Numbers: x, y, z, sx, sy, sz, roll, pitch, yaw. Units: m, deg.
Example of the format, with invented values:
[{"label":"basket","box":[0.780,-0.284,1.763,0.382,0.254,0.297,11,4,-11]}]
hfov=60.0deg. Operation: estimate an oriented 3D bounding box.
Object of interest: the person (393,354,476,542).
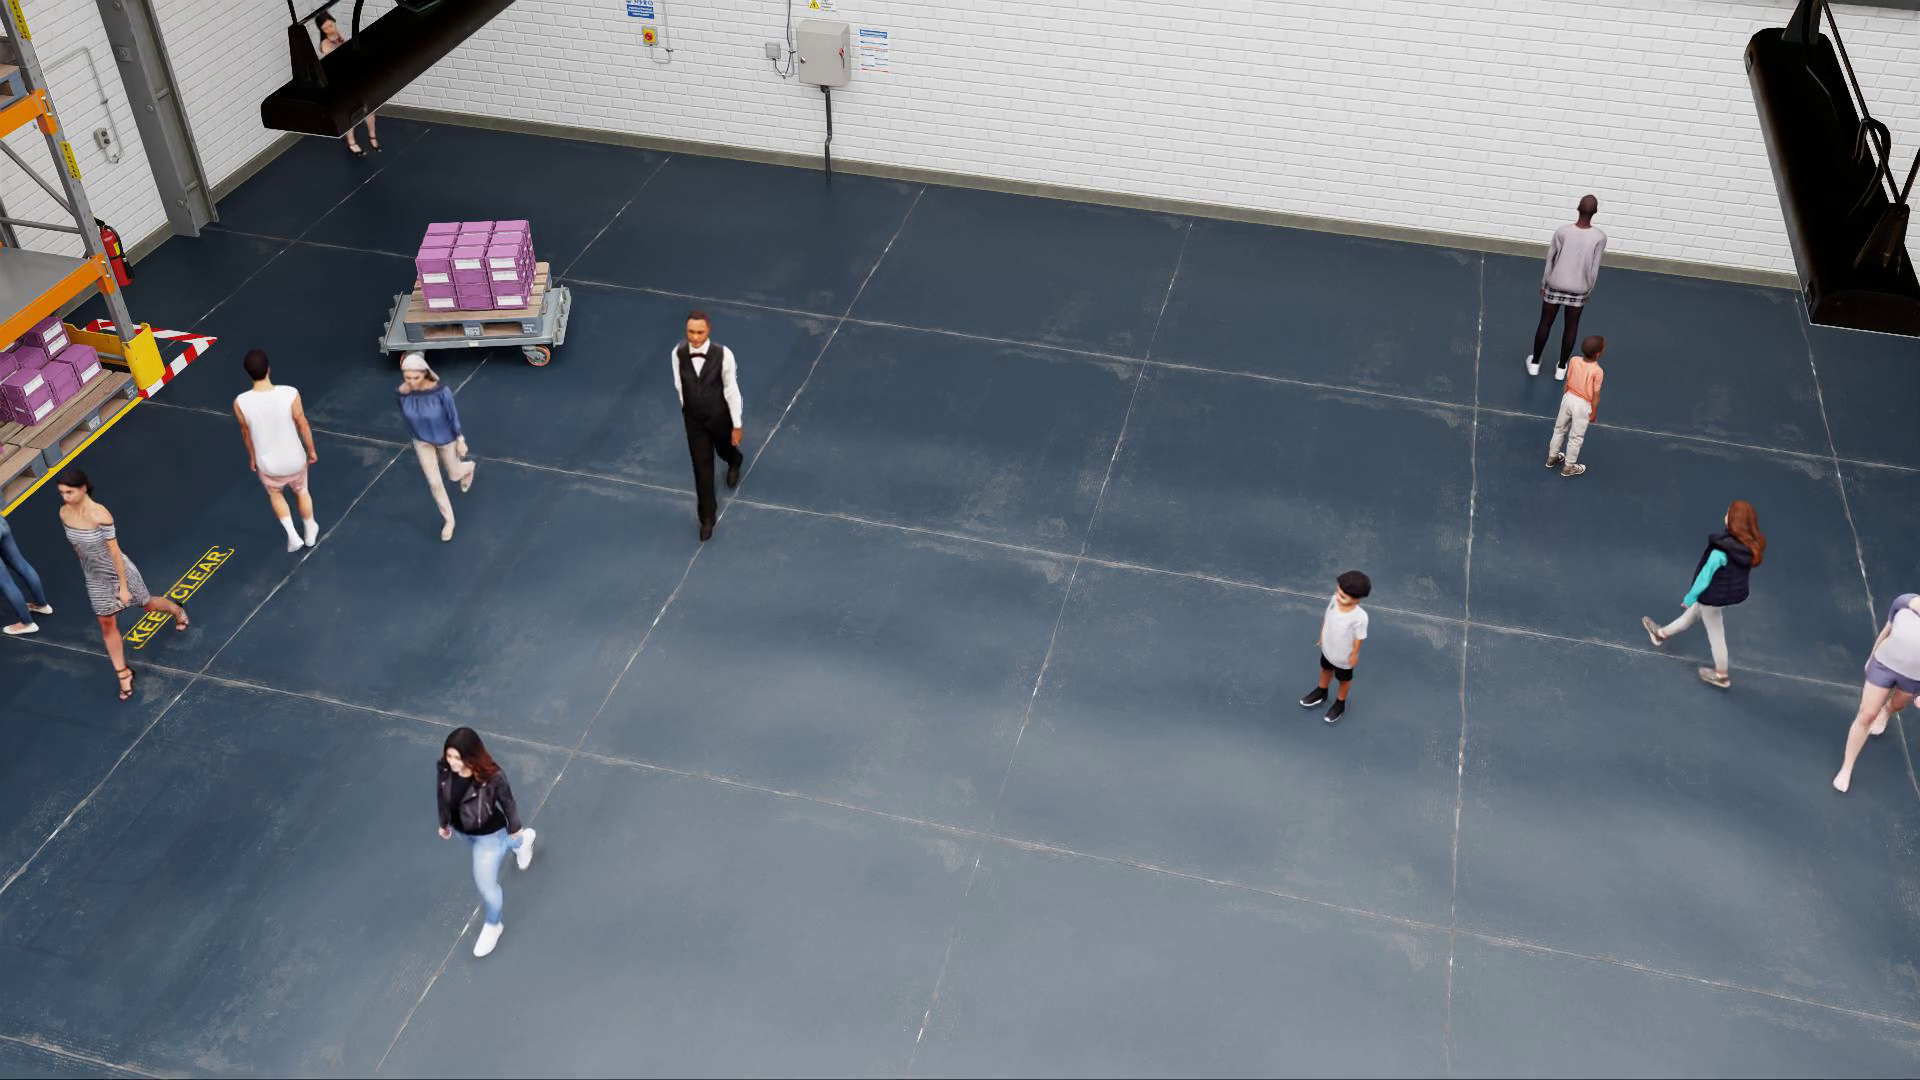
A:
[{"label":"person","box":[-4.112,-0.824,13.104,0.772,1.665,1.031,1,39,1]}]

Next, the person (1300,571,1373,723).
[{"label":"person","box":[2.645,0.702,11.520,0.626,1.258,0.577,-26,45,-29]}]

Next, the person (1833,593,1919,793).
[{"label":"person","box":[6.239,0.819,11.000,0.844,1.723,1.192,23,44,26]}]

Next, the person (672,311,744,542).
[{"label":"person","box":[-1.957,-1.032,13.190,0.816,1.883,1.332,4,39,5]}]

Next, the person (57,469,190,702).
[{"label":"person","box":[-5.882,0.220,11.704,0.664,1.782,1.120,6,39,7]}]

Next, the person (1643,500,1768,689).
[{"label":"person","box":[5.395,0.427,11.711,1.017,1.450,1.009,-27,46,-29]}]

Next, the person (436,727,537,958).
[{"label":"person","box":[-2.855,1.683,10.014,0.707,1.605,1.108,14,41,17]}]

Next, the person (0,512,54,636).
[{"label":"person","box":[-7.059,-0.049,12.084,0.672,1.728,0.484,4,39,4]}]

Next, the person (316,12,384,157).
[{"label":"person","box":[-6.761,-4.980,18.250,0.761,1.738,0.675,4,39,5]}]

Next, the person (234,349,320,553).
[{"label":"person","box":[-5.214,-0.609,12.749,0.876,1.773,0.950,-14,41,-17]}]

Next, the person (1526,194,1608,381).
[{"label":"person","box":[5.408,-2.250,14.806,0.620,1.770,0.528,12,40,15]}]

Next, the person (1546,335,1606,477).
[{"label":"person","box":[5.116,-1.128,13.768,0.615,1.310,0.563,-23,44,-26]}]
